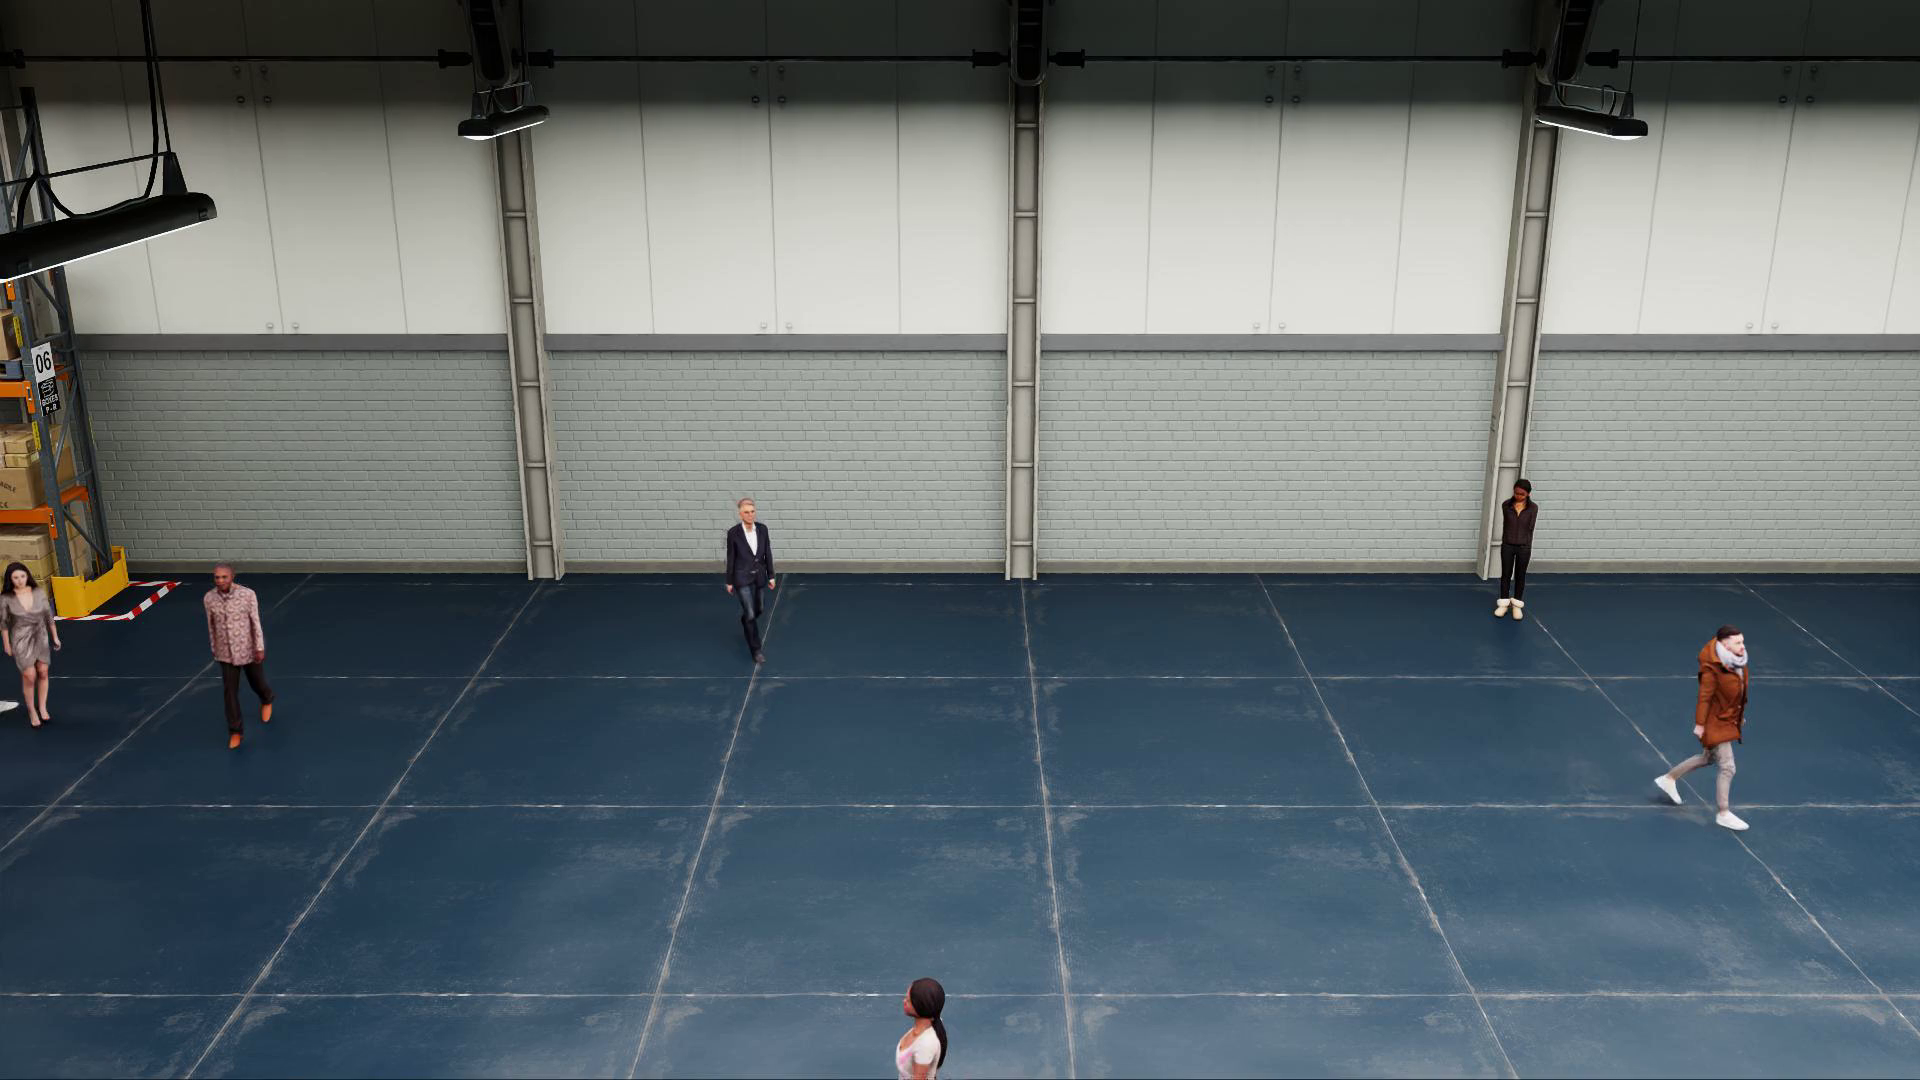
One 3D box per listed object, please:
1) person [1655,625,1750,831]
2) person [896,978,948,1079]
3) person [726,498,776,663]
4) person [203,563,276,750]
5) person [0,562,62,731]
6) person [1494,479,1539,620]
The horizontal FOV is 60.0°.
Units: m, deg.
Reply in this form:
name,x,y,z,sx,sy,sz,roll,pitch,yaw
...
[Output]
name,x,y,z,sx,sy,sz,roll,pitch,yaw
person,6.582,1.592,14.615,1.213,1.806,1.121,15,23,38
person,-0.119,3.303,9.510,1.102,1.713,0.579,0,18,0
person,-2.328,0.391,18.337,1.199,1.785,1.094,-9,20,-26
person,-7.029,1.059,16.281,1.151,1.787,0.880,-3,18,-10
person,-9.255,1.011,16.520,0.795,1.730,0.740,14,23,37
person,6.530,0.069,19.525,0.659,1.661,0.722,16,24,40
